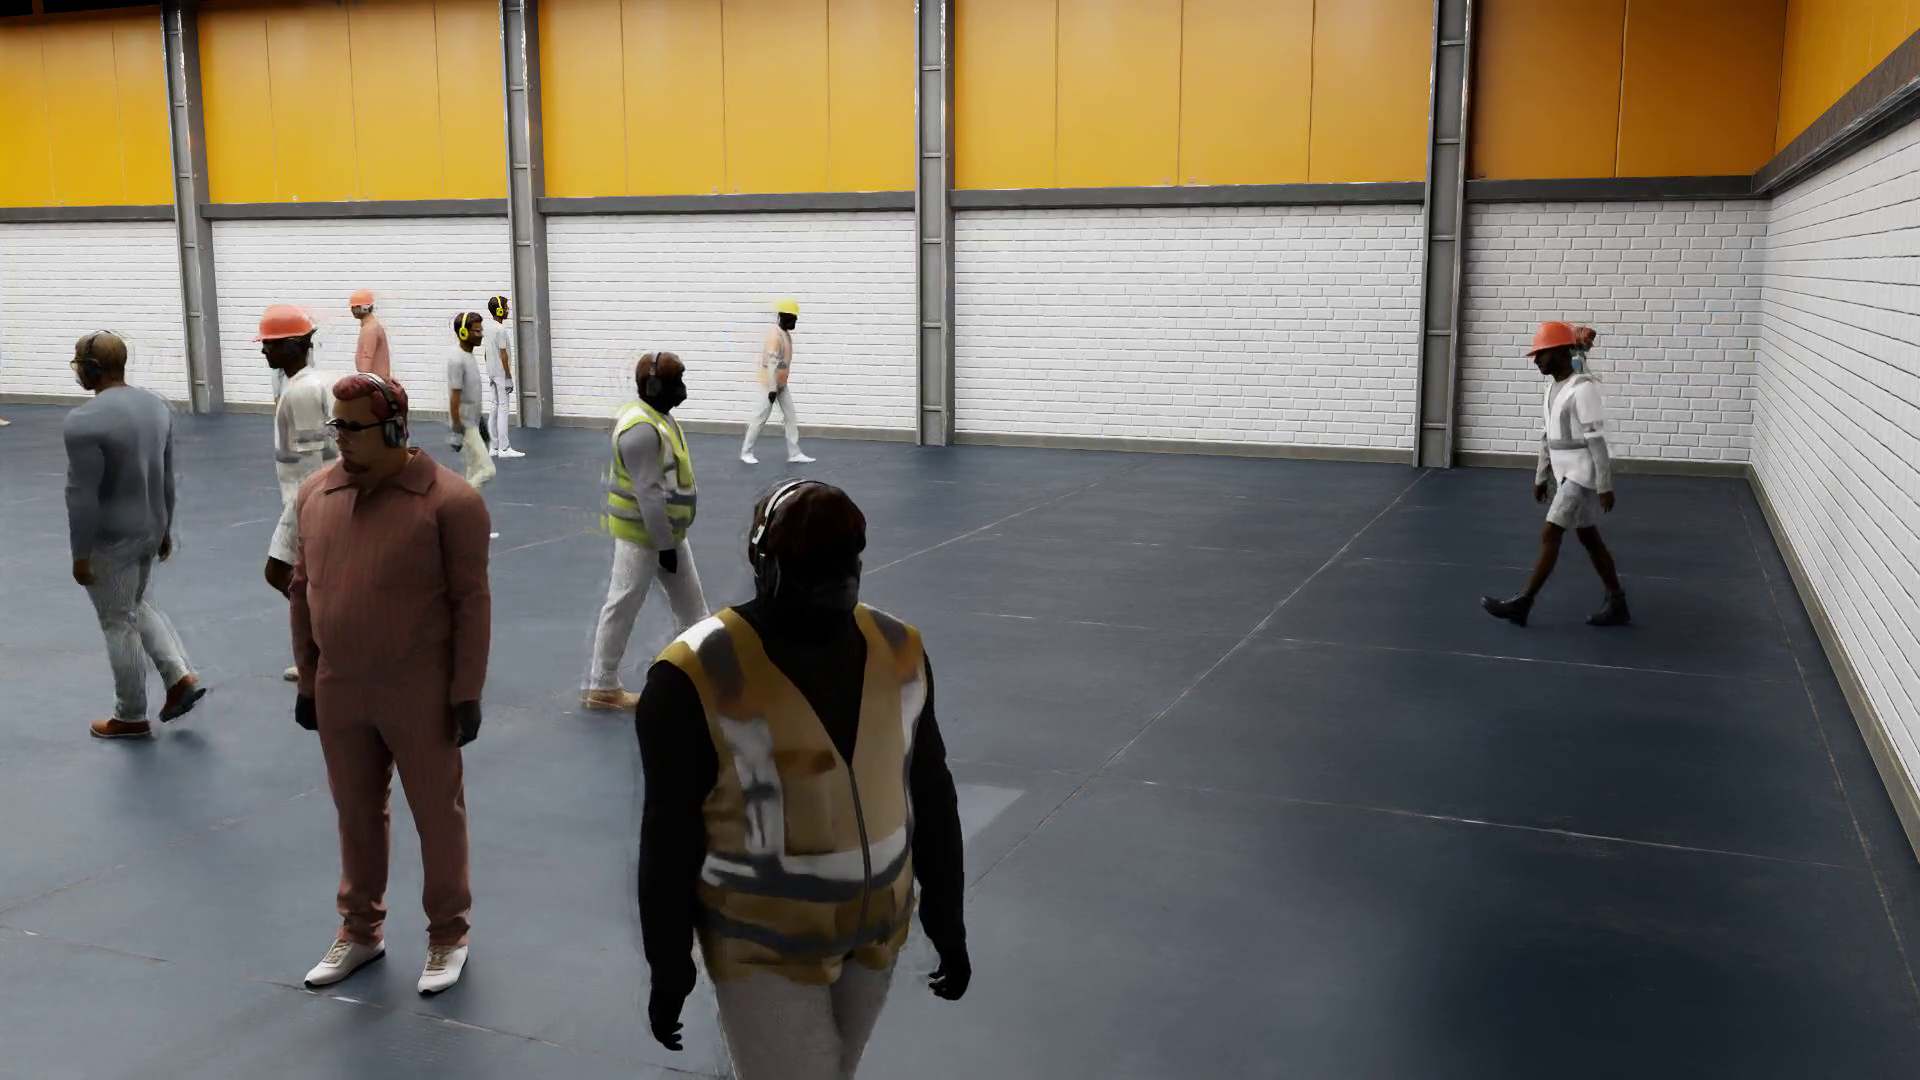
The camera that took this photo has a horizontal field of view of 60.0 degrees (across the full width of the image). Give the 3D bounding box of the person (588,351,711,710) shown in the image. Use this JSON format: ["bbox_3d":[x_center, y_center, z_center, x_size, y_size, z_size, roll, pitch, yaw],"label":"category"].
[{"bbox_3d":[-1.446,-0.032,8.285,0.945,1.791,0.649,1,9,3],"label":"person"}]

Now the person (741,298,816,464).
[{"bbox_3d":[-2.104,-1.775,18.683,0.845,1.866,0.606,2,10,13],"label":"person"}]

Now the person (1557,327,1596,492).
[{"bbox_3d":[5.901,-1.220,15.960,0.314,1.636,0.515,3,10,20],"label":"person"}]

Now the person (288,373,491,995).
[{"bbox_3d":[-1.758,0.443,5.083,0.637,1.904,0.403,2,10,11],"label":"person"}]

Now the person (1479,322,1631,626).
[{"bbox_3d":[3.704,-0.387,10.177,0.995,1.865,0.590,0,9,1],"label":"person"}]

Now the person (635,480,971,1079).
[{"bbox_3d":[-0.209,0.803,3.156,0.654,1.811,0.848,-8,12,-39],"label":"person"}]

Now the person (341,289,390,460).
[{"bbox_3d":[-6.530,-1.742,18.143,0.949,1.949,0.632,-4,10,-24],"label":"person"}]

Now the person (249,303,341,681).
[{"bbox_3d":[-3.472,-0.226,8.777,0.422,2.029,0.613,-2,10,-14],"label":"person"}]

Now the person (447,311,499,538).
[{"bbox_3d":[-3.922,-0.912,13.443,0.381,1.858,0.519,-1,9,-8],"label":"person"}]

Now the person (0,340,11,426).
[{"bbox_3d":[-13.460,-2.424,23.071,0.540,1.695,0.317,8,12,40],"label":"person"}]

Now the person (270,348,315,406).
[{"bbox_3d":[-7.231,-1.617,18.071,0.422,1.729,0.506,9,13,44],"label":"person"}]

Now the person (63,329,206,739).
[{"bbox_3d":[-3.903,-0.010,7.731,0.443,1.929,0.649,2,9,9],"label":"person"}]

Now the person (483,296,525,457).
[{"bbox_3d":[-5.332,-1.893,19.329,0.329,1.872,0.509,-8,12,-40],"label":"person"}]
